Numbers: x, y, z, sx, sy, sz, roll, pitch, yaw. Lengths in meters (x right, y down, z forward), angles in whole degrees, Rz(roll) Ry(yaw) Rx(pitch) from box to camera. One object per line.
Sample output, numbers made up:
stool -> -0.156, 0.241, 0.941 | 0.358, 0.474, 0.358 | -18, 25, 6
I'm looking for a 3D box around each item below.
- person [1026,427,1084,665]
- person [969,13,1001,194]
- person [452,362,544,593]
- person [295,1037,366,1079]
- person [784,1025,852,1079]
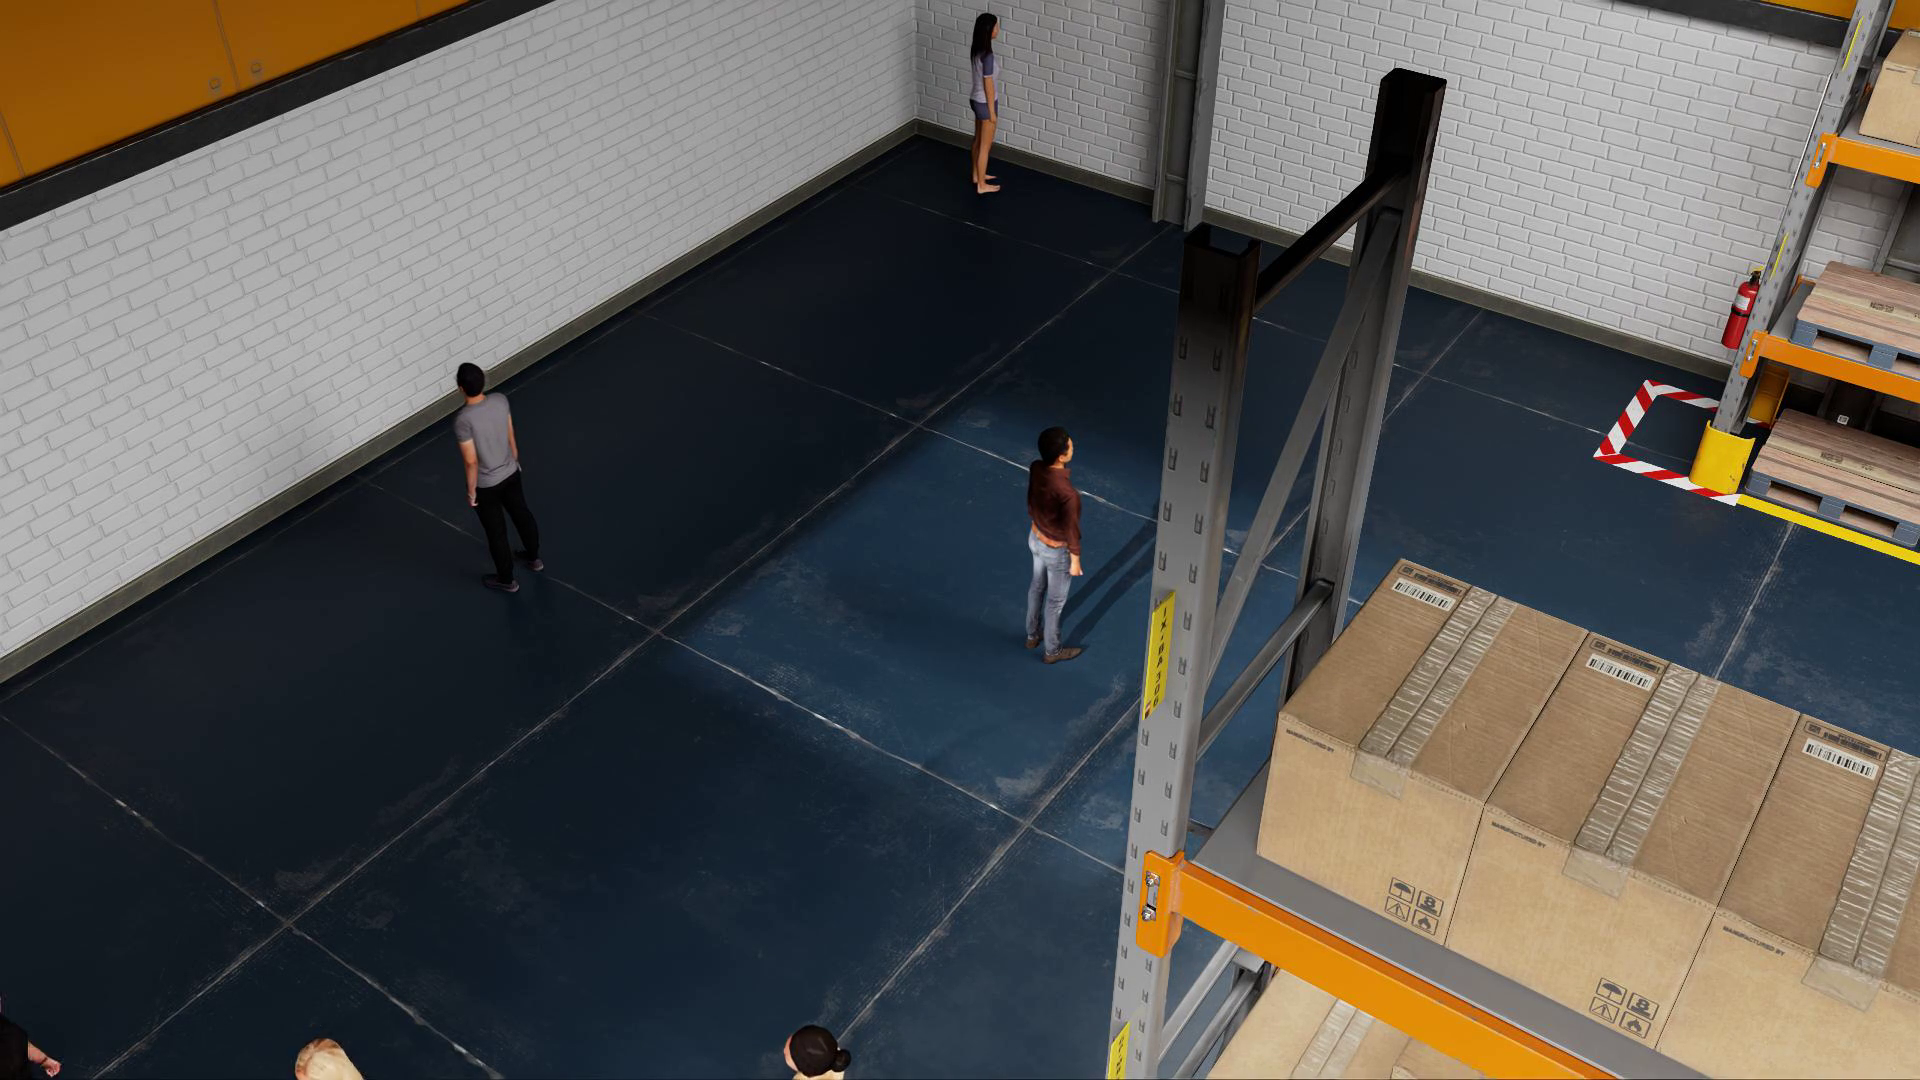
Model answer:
person -> 0.579, 0.033, 10.565 | 0.772, 1.782, 0.611 | -21, 43, -24
person -> 0.228, -4.169, 15.866 | 0.717, 1.733, 0.636 | -10, 40, -12
person -> -3.137, -0.435, 11.174 | 0.533, 1.754, 0.630 | 21, 43, 24
person -> -2.509, 2.656, 7.254 | 0.784, 1.815, 0.809 | -30, 47, -32
person -> -0.594, 2.681, 7.354 | 0.640, 1.651, 0.634 | 10, 40, 12
